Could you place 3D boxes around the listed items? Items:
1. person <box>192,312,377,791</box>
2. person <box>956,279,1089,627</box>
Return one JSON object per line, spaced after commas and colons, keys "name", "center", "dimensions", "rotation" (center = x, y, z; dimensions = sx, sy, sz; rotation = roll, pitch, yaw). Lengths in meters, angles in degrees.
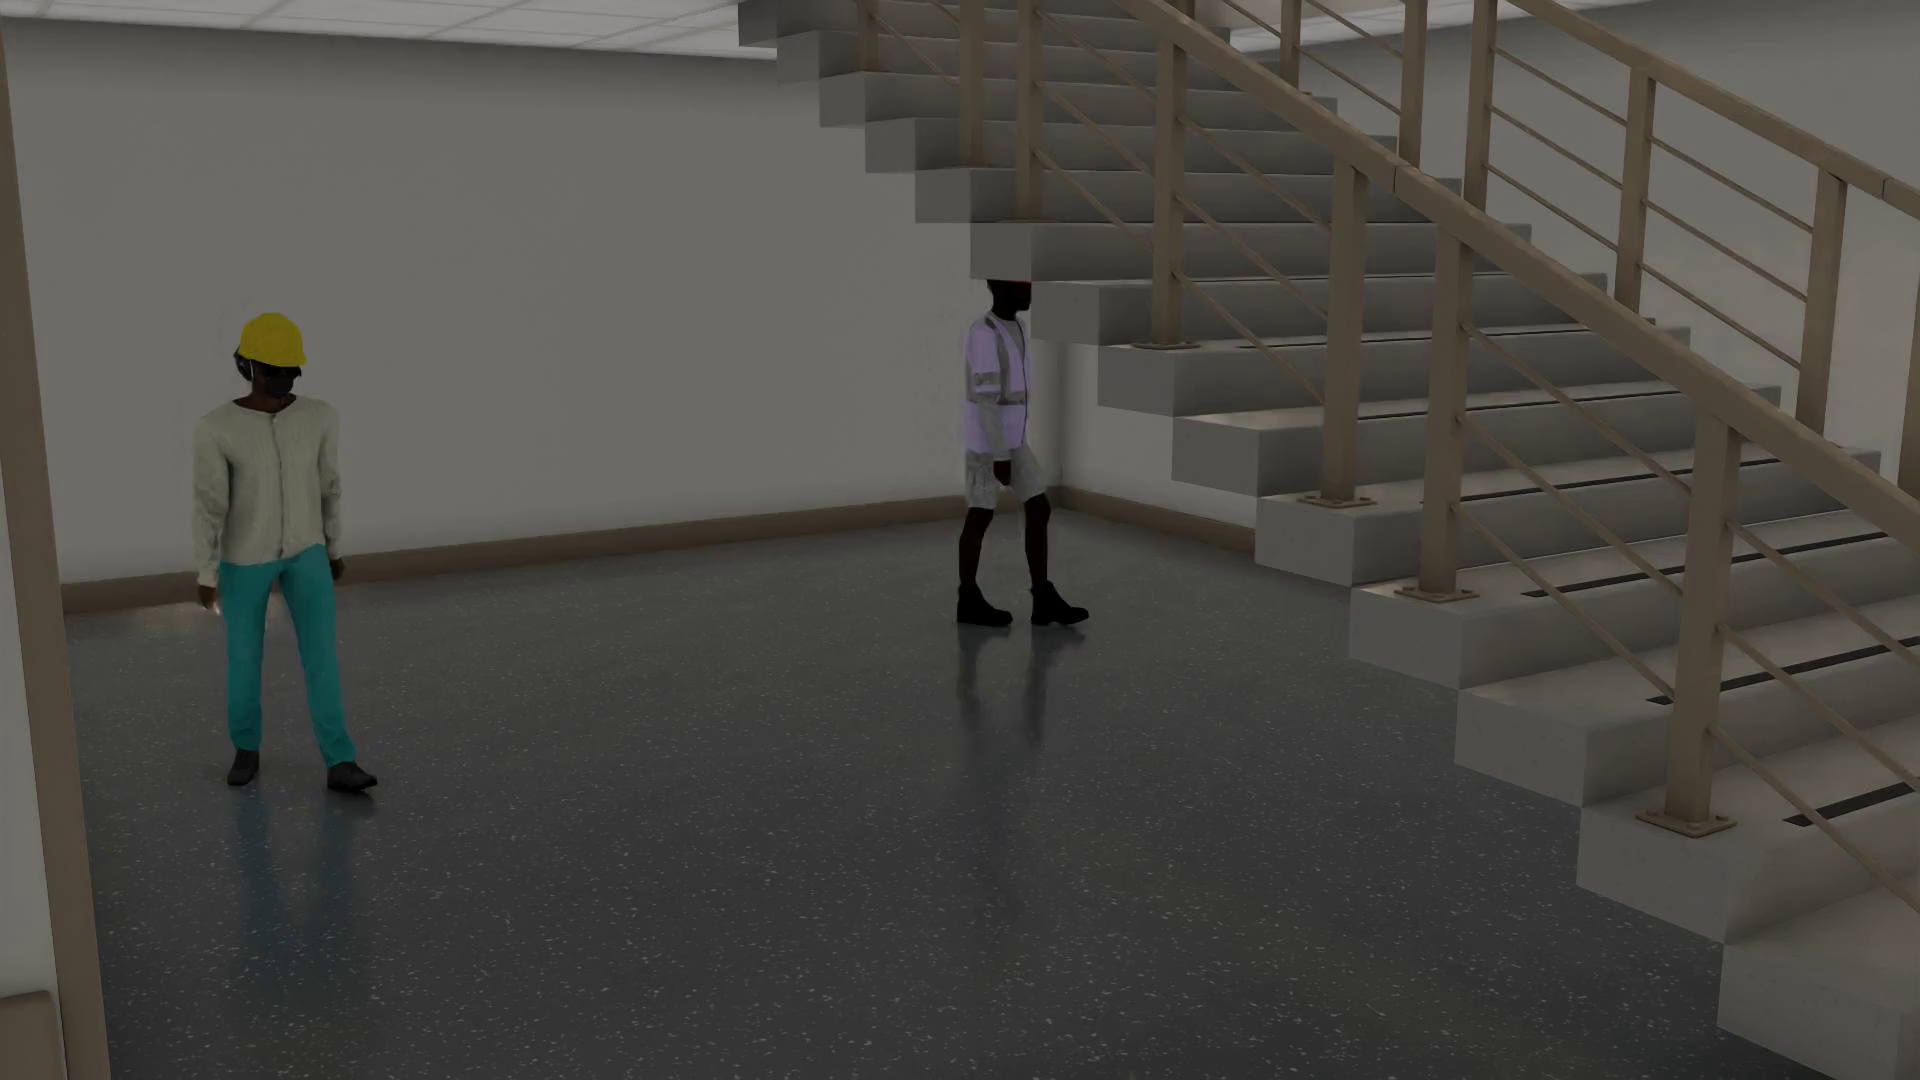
{"name": "person", "center": [-2.416, 0.061, 5.882], "dimensions": [0.550, 1.713, 0.740], "rotation": [-10, 15, -42]}
{"name": "person", "center": [0.316, -0.483, 8.215], "dimensions": [0.808, 1.908, 0.578], "rotation": [5, 12, 26]}
